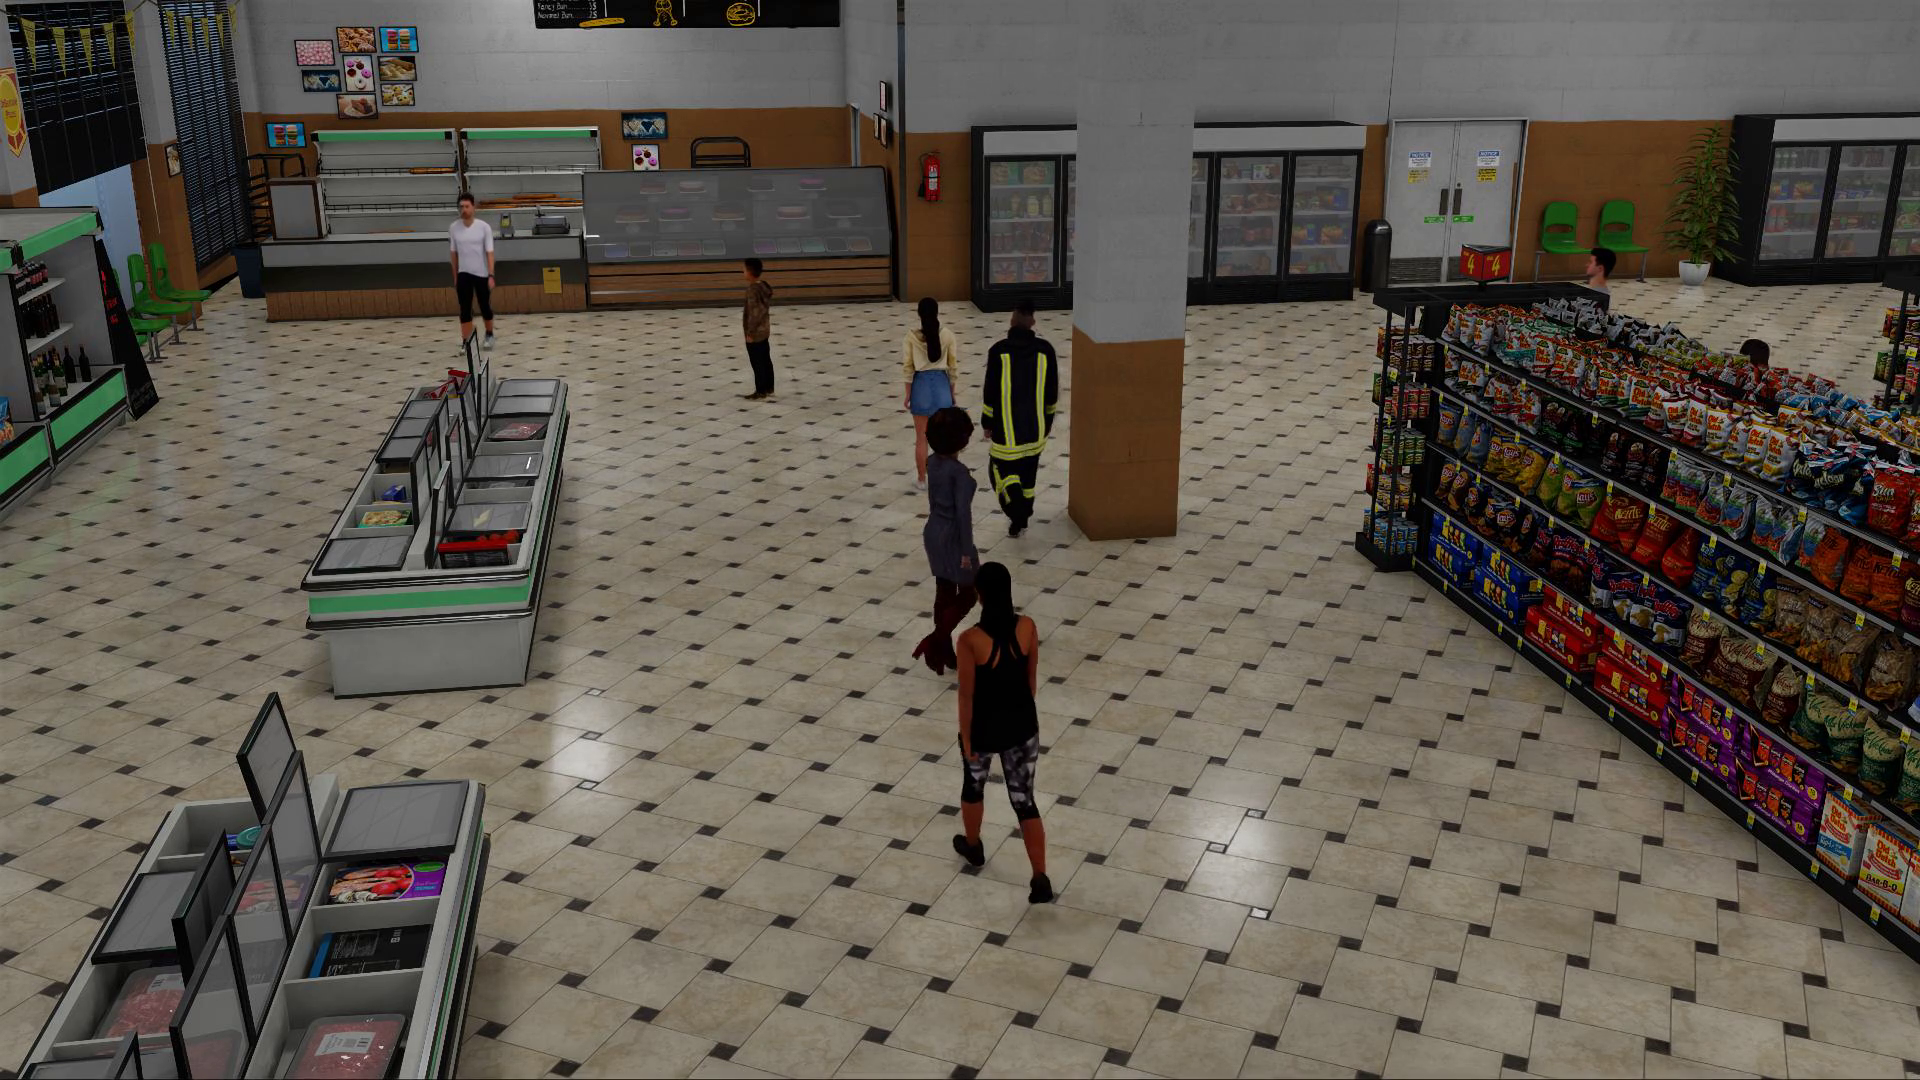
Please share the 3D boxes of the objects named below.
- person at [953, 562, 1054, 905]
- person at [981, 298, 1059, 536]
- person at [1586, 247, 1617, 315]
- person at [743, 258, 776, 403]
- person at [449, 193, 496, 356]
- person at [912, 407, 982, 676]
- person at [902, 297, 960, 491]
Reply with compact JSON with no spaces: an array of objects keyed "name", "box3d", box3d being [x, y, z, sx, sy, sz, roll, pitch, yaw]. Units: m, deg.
[{"name":"person","box3d":[0.226,0.902,7.666,0.727,1.627,1.129,-7,20,-19]},{"name":"person","box3d":[0.459,-0.911,12.714,0.809,1.838,0.930,-5,19,-16]},{"name":"person","box3d":[5.625,-1.664,14.866,0.818,1.890,0.694,7,20,20]},{"name":"person","box3d":[-2.065,-2.158,17.012,0.734,1.454,0.635,6,19,16]},{"name":"person","box3d":[-5.532,-3.030,19.065,0.820,1.795,1.257,0,19,0]},{"name":"person","box3d":[-0.135,0.047,10.086,0.797,1.701,0.755,-13,23,-33]},{"name":"person","box3d":[-0.249,-1.232,13.987,0.630,1.631,0.537,-3,19,-8]}]
